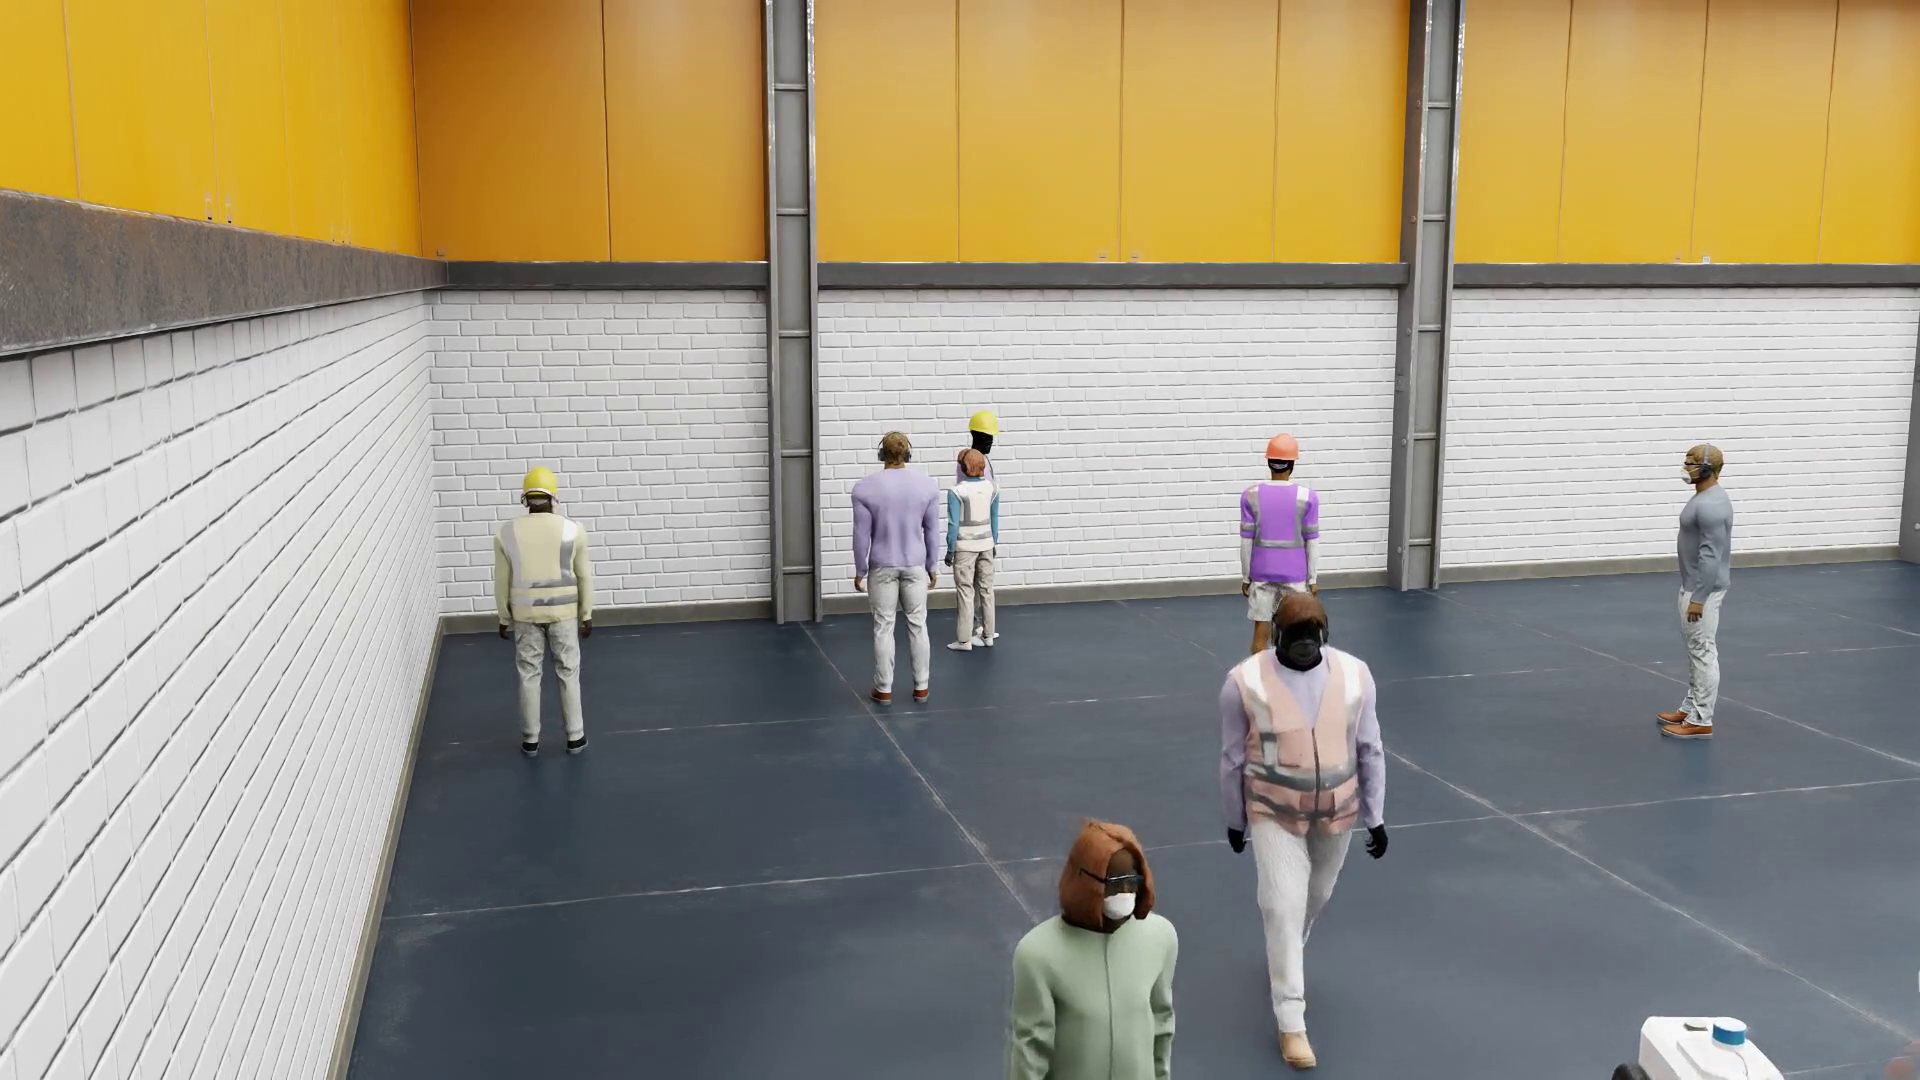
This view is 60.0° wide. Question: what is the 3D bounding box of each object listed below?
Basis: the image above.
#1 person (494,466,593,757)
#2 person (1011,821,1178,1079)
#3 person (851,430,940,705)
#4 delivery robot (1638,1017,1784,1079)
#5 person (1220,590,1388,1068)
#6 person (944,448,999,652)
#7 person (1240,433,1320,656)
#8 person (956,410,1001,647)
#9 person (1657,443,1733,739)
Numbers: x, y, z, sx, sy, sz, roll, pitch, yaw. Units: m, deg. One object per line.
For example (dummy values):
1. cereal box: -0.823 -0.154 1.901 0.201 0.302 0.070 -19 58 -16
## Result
1. person: -2.609 0.451 10.465 0.600 1.827 0.404 -2 9 -10
2. person: 0.341 1.515 4.503 0.504 1.610 0.742 -3 10 -20
3. person: -0.450 0.197 11.707 0.629 1.940 0.379 -2 9 -10
4. delivery robot: 2.539 1.831 5.522 0.477 0.478 0.707 0 9 2
5. person: 1.355 1.073 6.678 0.623 1.809 0.930 -1 9 -6
6. person: 0.100 0.080 13.369 0.522 1.640 0.306 -7 12 -38
7. person: 2.206 0.229 11.512 0.545 1.939 0.354 3 9 16
8. person: 0.151 -0.101 13.628 0.383 1.921 0.585 2 9 14
9. person: 4.829 0.331 10.877 0.372 1.940 0.630 3 10 19
